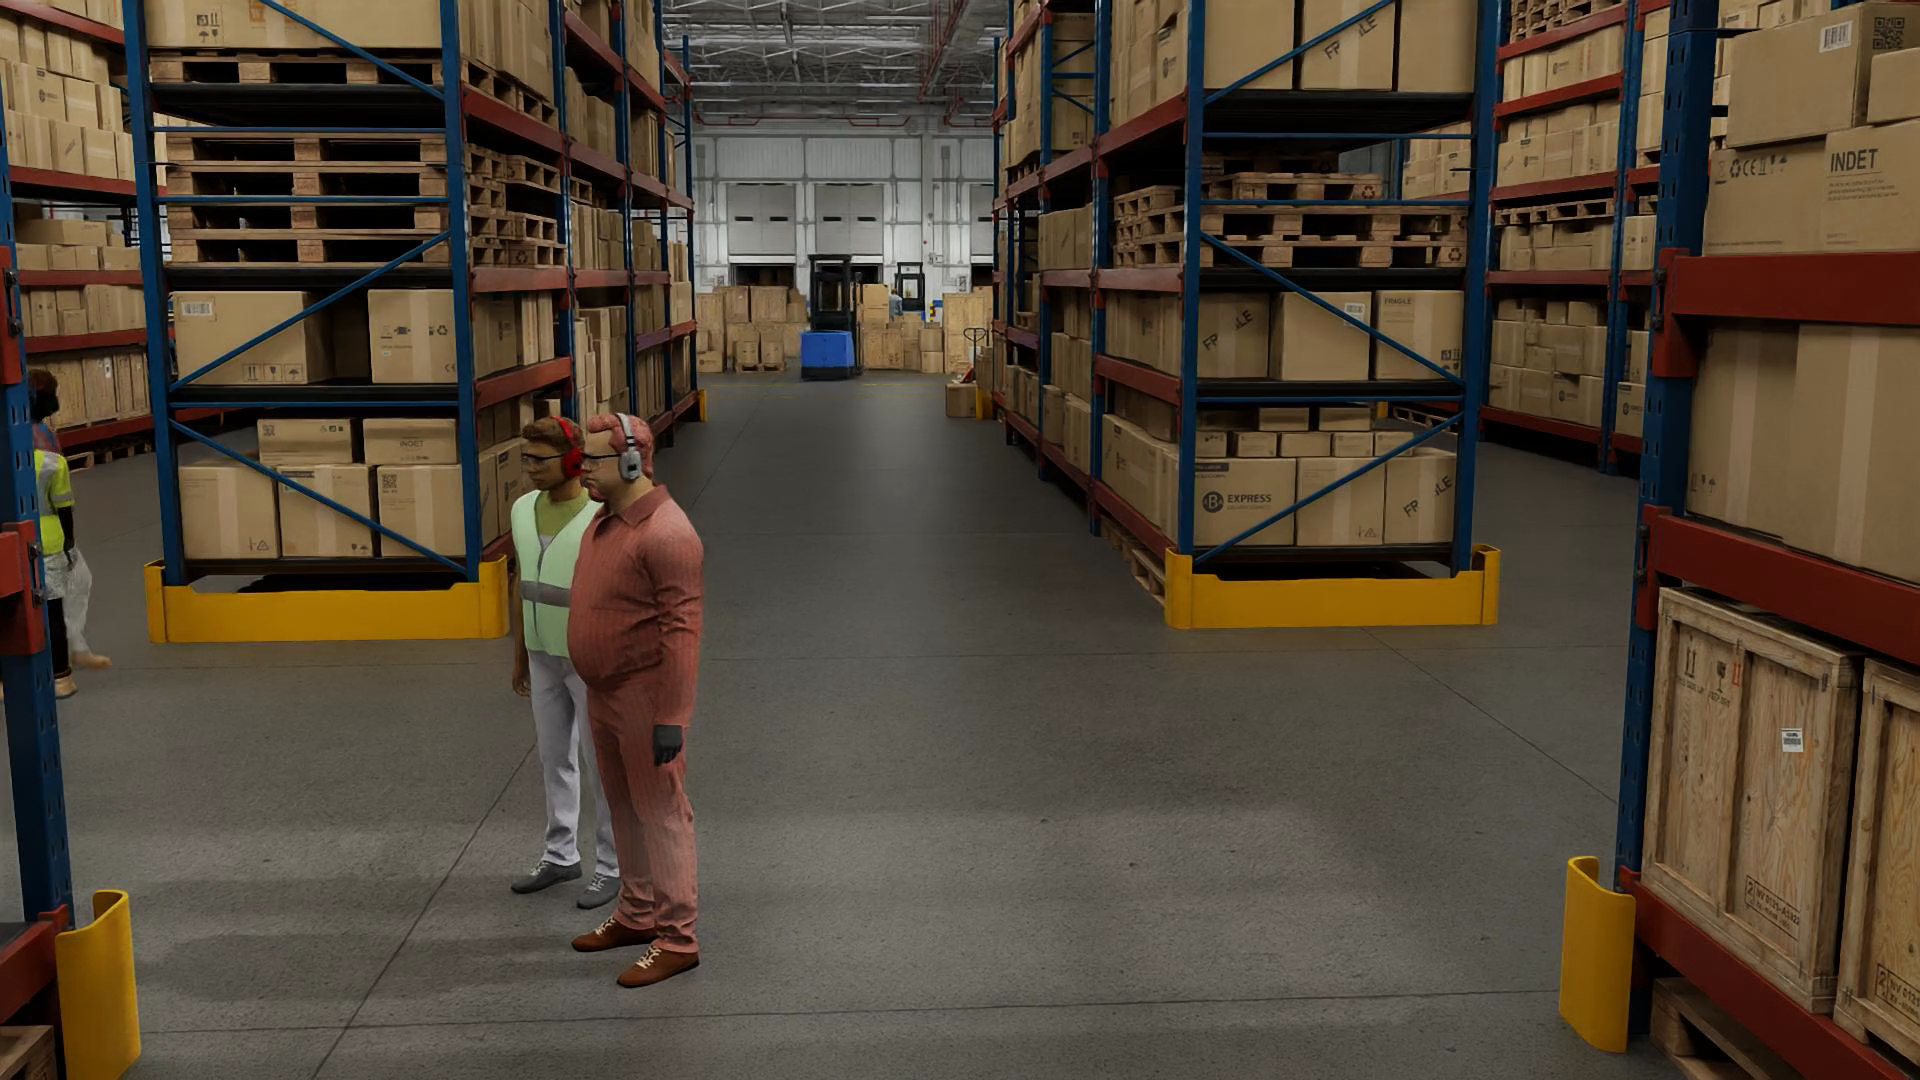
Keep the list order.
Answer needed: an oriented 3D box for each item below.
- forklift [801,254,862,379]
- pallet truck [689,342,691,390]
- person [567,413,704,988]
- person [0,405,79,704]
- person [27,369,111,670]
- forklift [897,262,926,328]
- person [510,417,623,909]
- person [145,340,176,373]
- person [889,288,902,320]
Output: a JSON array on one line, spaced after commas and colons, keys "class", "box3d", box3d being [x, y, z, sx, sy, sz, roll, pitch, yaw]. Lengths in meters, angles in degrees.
[{"class": "forklift", "box3d": [-2.942, -5.091, 37.797, 1.129, 2.768, 1.873, 1, 9, 6]}, {"class": "pallet truck", "box3d": [-5.225, -3.008, 27.480, 1.885, 1.965, 0.823, 2, 9, 14]}, {"class": "person", "box3d": [-1.111, 0.526, 5.577, 0.403, 1.906, 0.651, -6, 11, -34]}, {"class": "person", "box3d": [-5.163, 0.061, 9.179, 0.535, 1.691, 0.317, -4, 10, -24]}, {"class": "person", "box3d": [-5.273, -0.072, 9.622, 0.678, 1.820, 0.650, -2, 9, -12]}, {"class": "forklift", "box3d": [-1.780, -8.547, 59.498, 1.129, 2.768, 1.873, -1, 9, -4]}, {"class": "person", "box3d": [-1.444, 0.450, 6.255, 0.569, 1.840, 0.374, 5, 11, 30]}, {"class": "person", "box3d": [-13.957, -3.113, 29.067, 0.536, 1.699, 0.322, 1, 9, 7]}, {"class": "person", "box3d": [-2.296, -7.826, 57.966, 0.632, 1.930, 0.387, 3, 10, 21]}]
